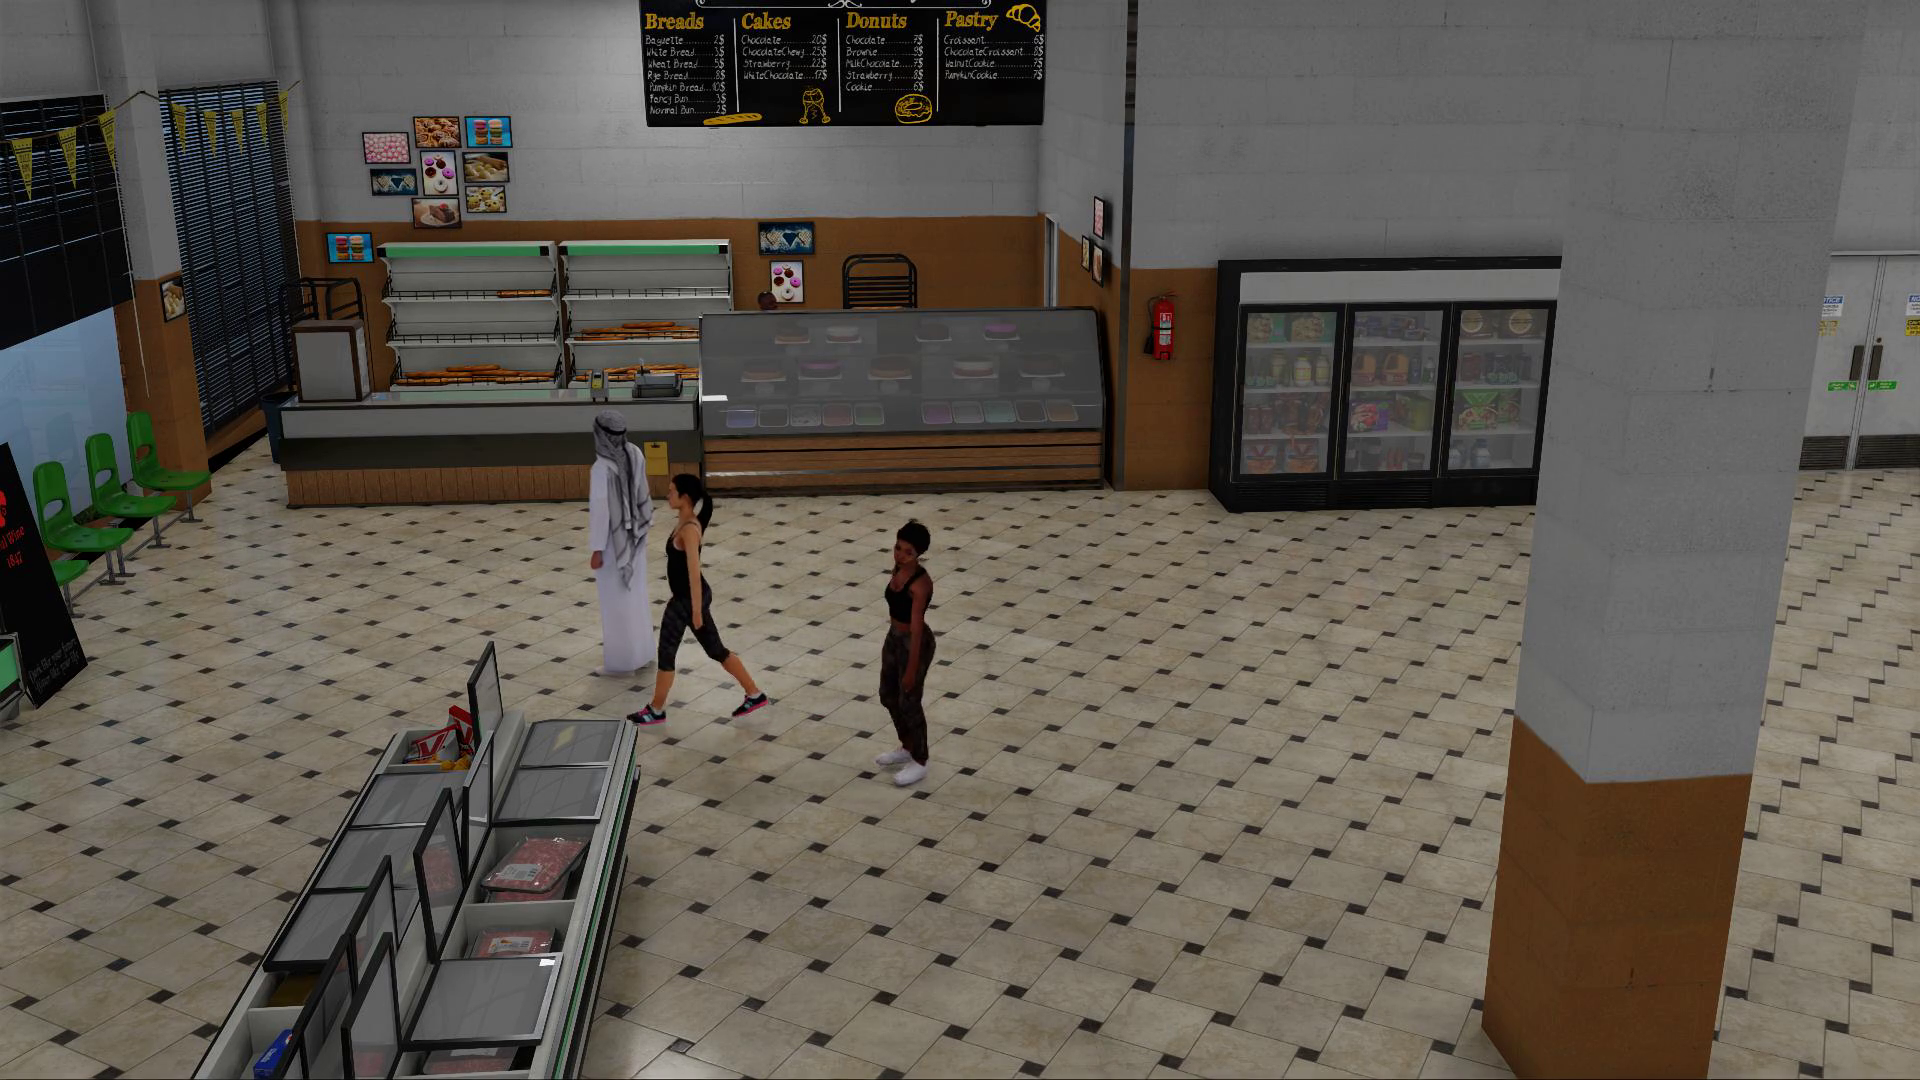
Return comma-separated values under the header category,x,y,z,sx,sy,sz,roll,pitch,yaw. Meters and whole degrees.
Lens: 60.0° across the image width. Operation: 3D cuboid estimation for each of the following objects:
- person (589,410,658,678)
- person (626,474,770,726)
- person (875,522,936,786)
category,x,y,z,sx,sy,sz,roll,pitch,yaw
person,-2.399,0.019,11.723,0.867,1.926,0.760,8,19,24
person,-1.651,0.425,10.811,0.666,1.679,1.095,-2,17,-7
person,-0.293,0.686,9.963,0.806,1.672,0.592,-4,17,-13
